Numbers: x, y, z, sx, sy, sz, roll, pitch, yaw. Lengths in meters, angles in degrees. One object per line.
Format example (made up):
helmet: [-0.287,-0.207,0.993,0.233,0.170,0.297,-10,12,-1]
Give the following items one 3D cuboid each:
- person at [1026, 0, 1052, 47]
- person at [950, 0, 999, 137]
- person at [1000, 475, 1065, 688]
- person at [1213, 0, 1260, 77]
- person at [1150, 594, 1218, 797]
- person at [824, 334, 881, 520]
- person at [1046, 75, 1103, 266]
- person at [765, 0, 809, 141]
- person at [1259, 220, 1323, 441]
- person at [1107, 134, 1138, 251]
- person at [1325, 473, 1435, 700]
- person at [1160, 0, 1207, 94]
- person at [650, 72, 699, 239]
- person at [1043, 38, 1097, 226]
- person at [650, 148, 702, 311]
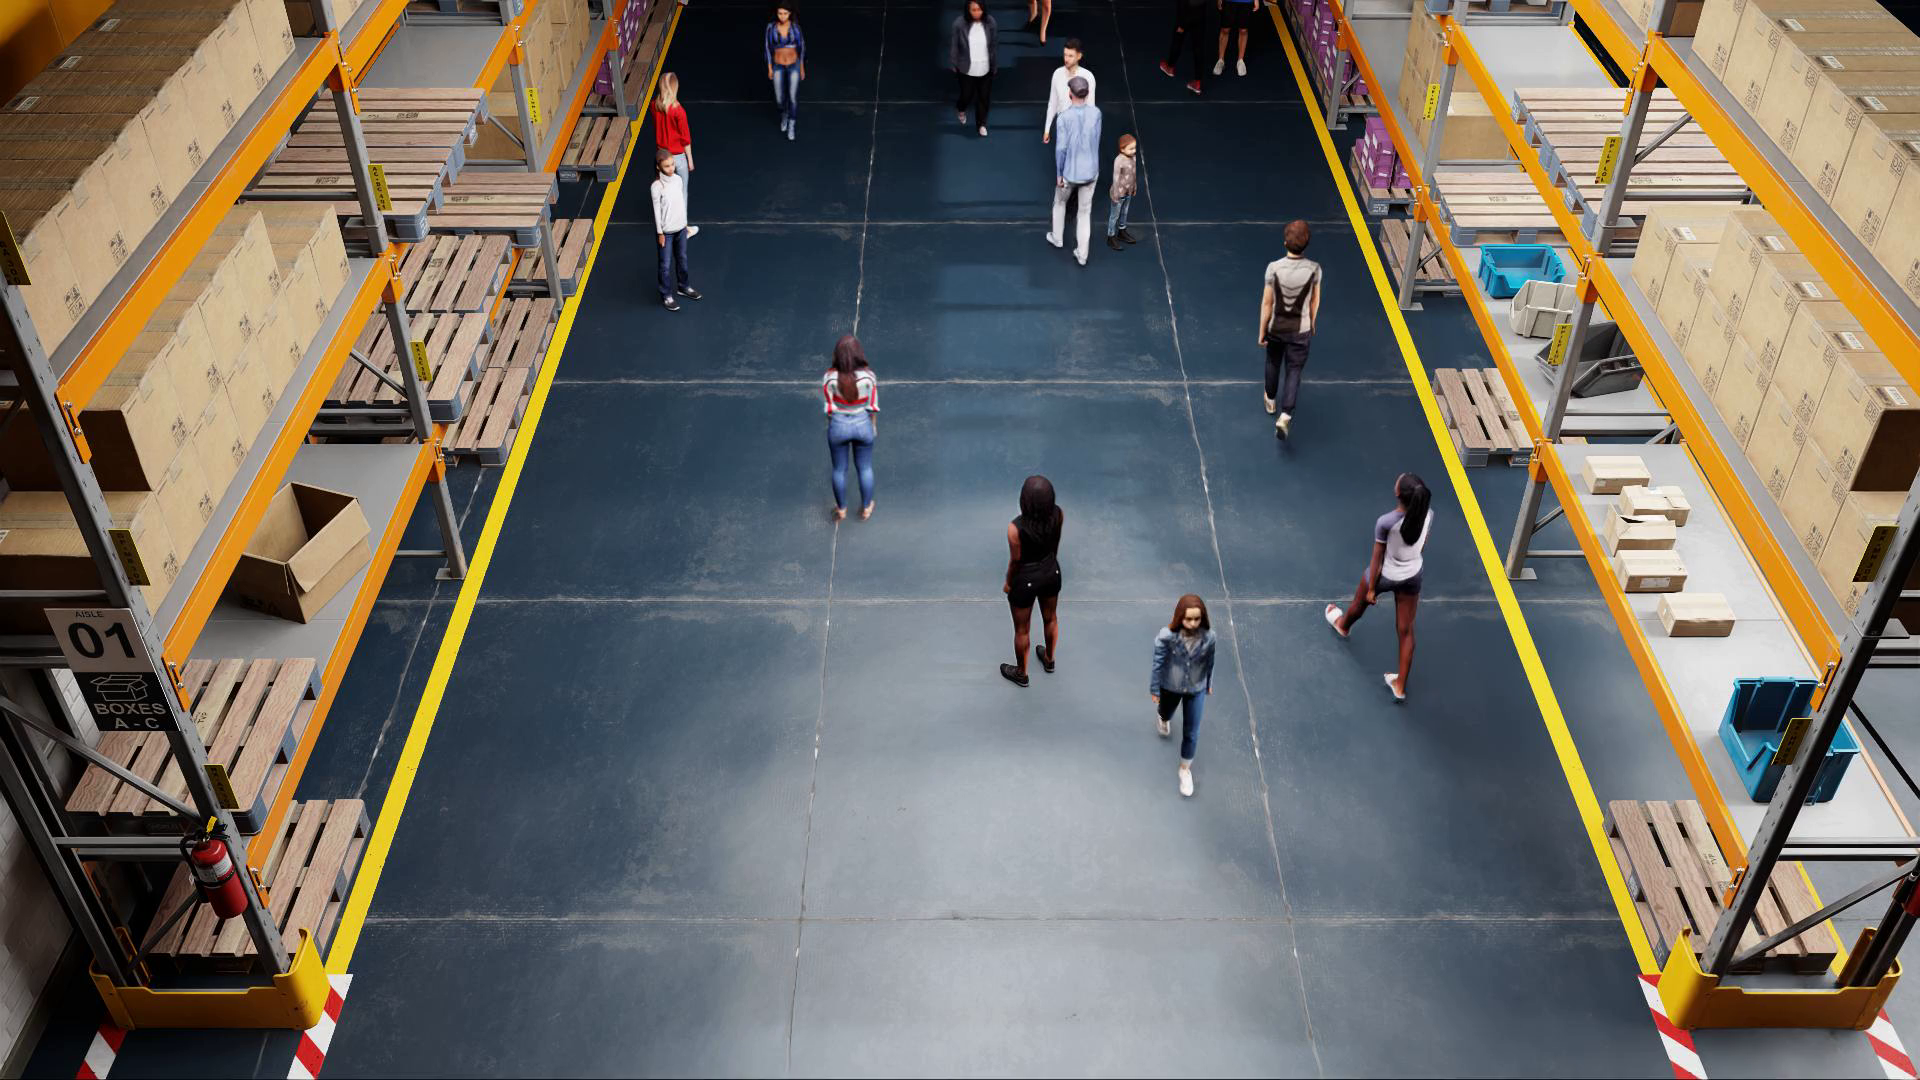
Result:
person: [1.003,-6.967,20.521,0.694,1.650,0.907,10,40,12]
person: [0.151,-5.310,18.500,0.794,1.584,0.880,-11,40,-13]
person: [0.506,0.267,11.390,0.678,1.741,0.702,-23,44,-26]
person: [3.310,-6.452,19.704,0.674,1.866,0.605,4,39,5]
person: [1.432,0.899,10.831,0.579,1.452,0.955,-1,39,-1]
person: [-0.846,-0.866,12.913,0.599,1.611,0.541,-4,39,-5]
person: [1.163,-3.520,16.035,0.777,1.863,0.944,-8,39,-10]
person: [-1.923,-5.232,18.380,0.651,1.612,0.623,-3,39,-4]
person: [2.723,-1.715,13.767,0.794,1.872,1.176,8,39,10]
person: [1.610,-3.484,16.526,0.543,1.193,0.603,-32,48,-33]
person: [3.009,0.341,11.353,0.855,1.672,1.239,-11,40,-13]
person: [2.741,-6.019,19.352,0.831,1.628,1.137,-14,41,-17]
person: [-2.861,-3.817,16.538,0.699,1.700,0.723,23,44,26]
person: [1.189,-4.230,16.944,0.964,1.838,1.124,22,44,25]
person: [-2.705,-2.934,15.545,0.689,1.558,0.625,30,47,32]
